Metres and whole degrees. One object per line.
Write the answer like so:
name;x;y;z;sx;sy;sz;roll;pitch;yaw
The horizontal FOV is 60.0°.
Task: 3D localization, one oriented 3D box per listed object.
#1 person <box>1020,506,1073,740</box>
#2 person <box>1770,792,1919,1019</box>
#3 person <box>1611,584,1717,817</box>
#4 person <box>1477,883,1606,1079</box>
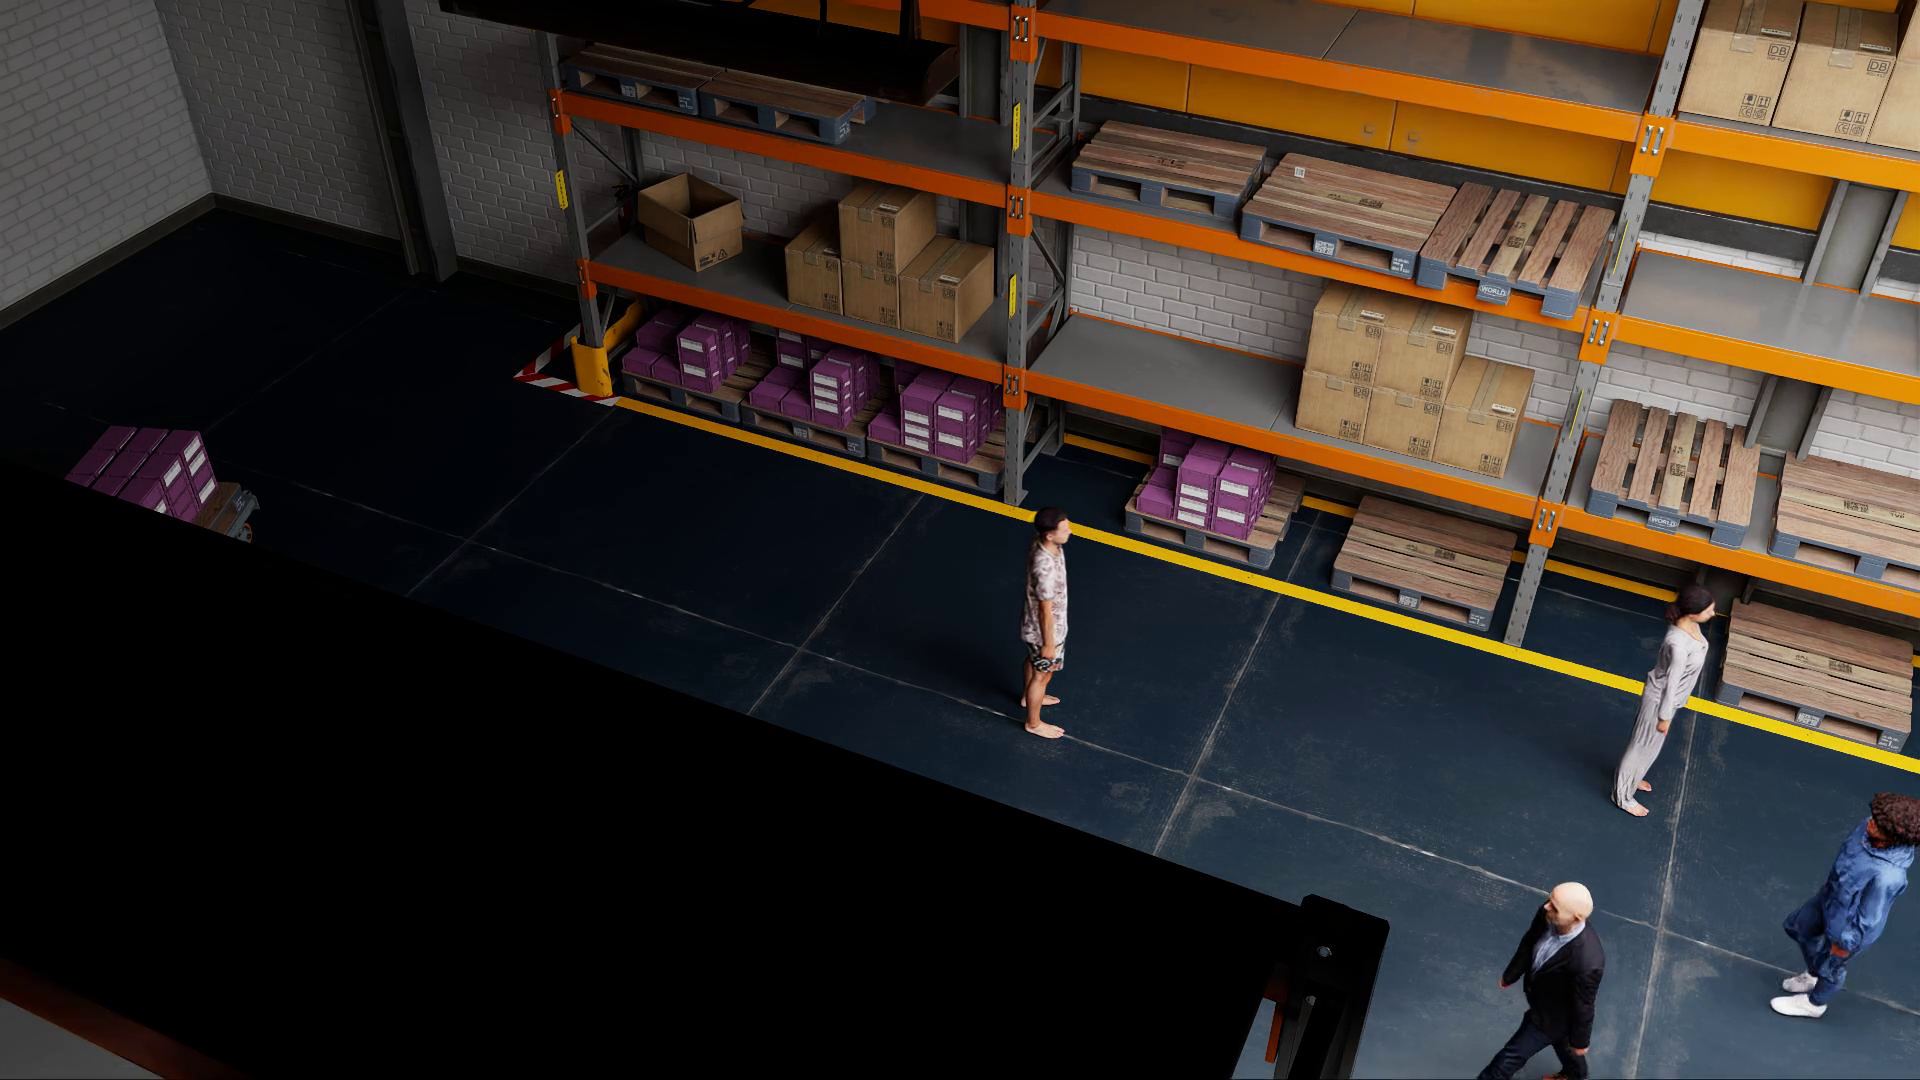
person;0.547;0.512;11.029;0.727;1.814;0.751;-1;39;-2
person;4.963;2.041;9.128;0.703;1.797;0.753;8;39;10
person;4.420;0.986;10.468;0.522;1.774;0.587;17;42;20
person;3.155;2.414;8.701;1.311;1.748;1.092;-4;39;-5
